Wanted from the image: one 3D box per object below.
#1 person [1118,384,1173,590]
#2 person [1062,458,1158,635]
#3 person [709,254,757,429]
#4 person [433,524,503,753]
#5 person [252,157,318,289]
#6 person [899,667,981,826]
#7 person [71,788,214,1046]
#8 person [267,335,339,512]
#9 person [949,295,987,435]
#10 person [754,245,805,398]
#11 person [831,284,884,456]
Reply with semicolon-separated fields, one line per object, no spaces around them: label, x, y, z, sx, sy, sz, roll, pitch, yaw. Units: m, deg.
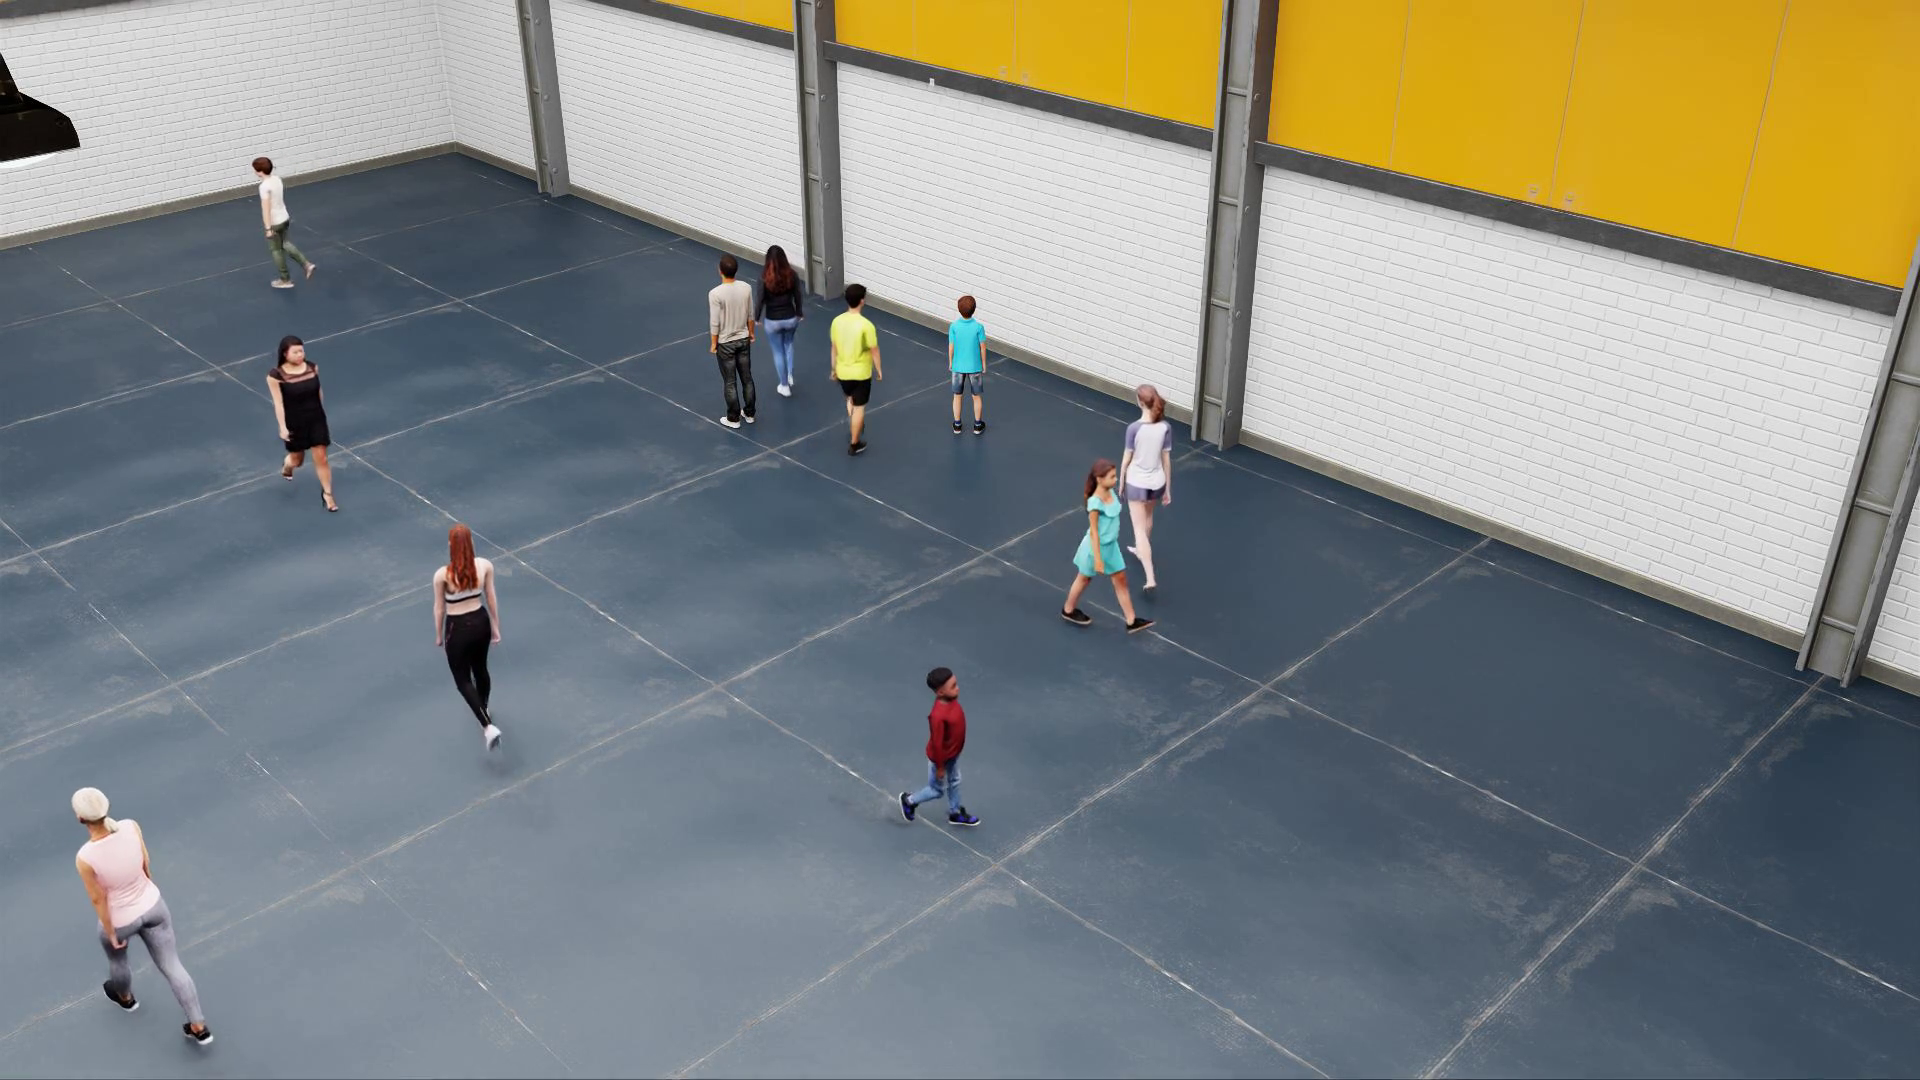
person;1.575;-0.407;13.886;0.917;1.723;1.171;-8;30;-14
person;1.046;0.055;13.257;1.091;1.515;0.727;16;32;27
person;-2.272;-2.006;16.726;0.674;1.811;0.588;-20;34;-32
person;-3.480;0.709;11.837;0.696;1.726;1.074;-18;34;-30
person;-8.270;-3.868;20.317;0.933;1.641;0.834;4;29;8
person;-0.157;1.399;11.076;0.842;1.243;0.693;9;30;15
person;-4.560;2.128;9.281;1.149;1.683;0.618;21;35;33
person;-6.018;-1.059;15.114;0.937;1.691;0.636;25;37;38
person;0.069;-1.764;16.661;0.577;1.449;0.652;2;29;4
person;-1.848;-2.272;17.409;0.750;1.623;0.768;-13;31;-23
person;-1.059;-1.626;16.157;0.847;1.689;0.853;13;31;22
